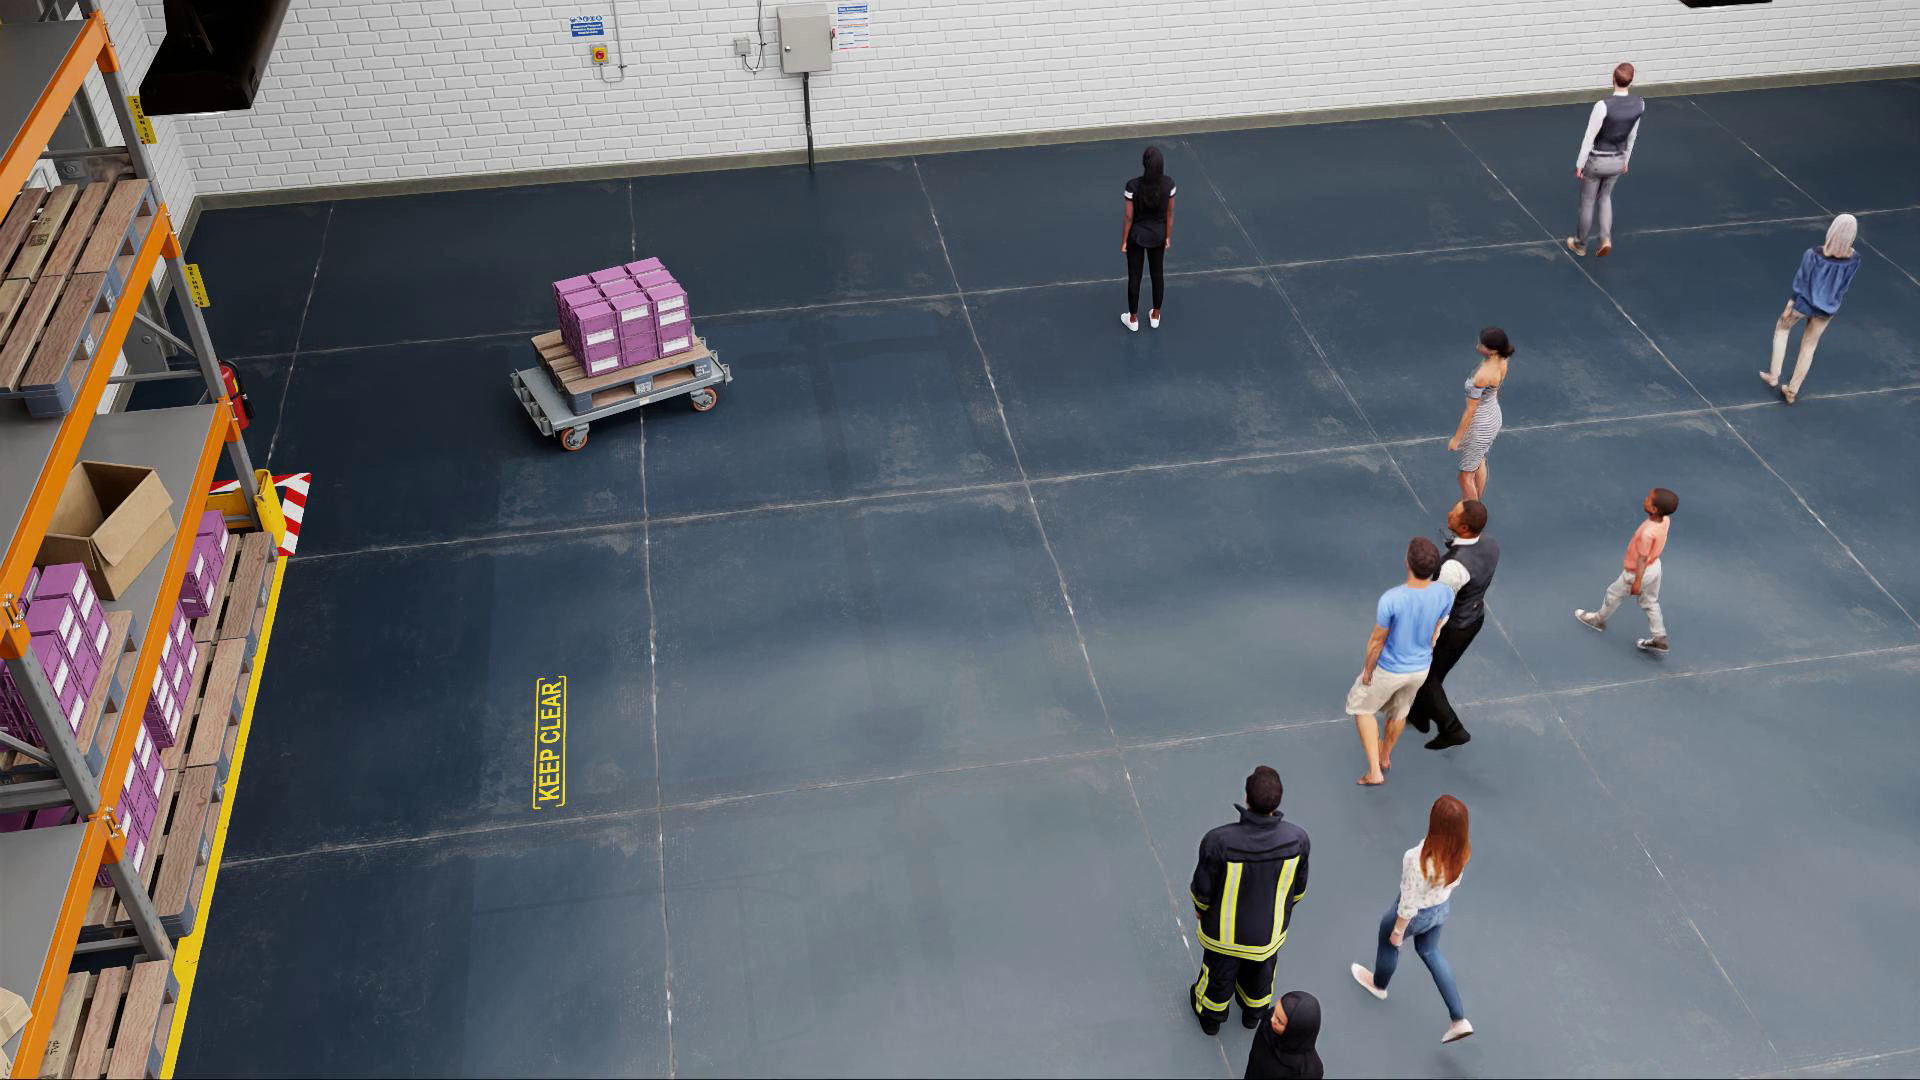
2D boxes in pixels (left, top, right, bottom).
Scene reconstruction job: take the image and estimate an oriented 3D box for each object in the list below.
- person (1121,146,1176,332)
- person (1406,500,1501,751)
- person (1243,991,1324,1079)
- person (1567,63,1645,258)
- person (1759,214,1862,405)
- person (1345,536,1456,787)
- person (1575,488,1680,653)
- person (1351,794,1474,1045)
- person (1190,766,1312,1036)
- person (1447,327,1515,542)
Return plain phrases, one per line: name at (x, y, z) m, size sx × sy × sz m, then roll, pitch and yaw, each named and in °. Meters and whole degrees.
person at (1.641, -2.657, 14.632) m, size 0.595 × 1.728 × 0.537 m, roll -6°, pitch 39°, yaw -8°
person at (3.134, 0.575, 10.444) m, size 0.954 × 1.903 × 1.053 m, roll -27°, pitch 46°, yaw -30°
person at (1.521, 2.705, 8.008) m, size 0.688 × 1.615 × 0.557 m, roll -11°, pitch 40°, yaw -13°
person at (6.055, -3.487, 15.512) m, size 0.661 × 1.926 × 0.816 m, roll -6°, pitch 39°, yaw -7°
person at (7.030, -1.853, 13.663) m, size 0.702 × 1.679 × 0.741 m, roll 3°, pitch 39°, yaw 4°
person at (2.729, 0.809, 10.193) m, size 0.645 × 1.851 × 0.811 m, roll -6°, pitch 39°, yaw -8°
person at (4.728, 0.228, 11.366) m, size 0.796 × 1.295 × 0.960 m, roll -29°, pitch 47°, yaw -31°
person at (2.498, 2.019, 8.793) m, size 0.840 × 1.707 × 1.101 m, roll -22°, pitch 44°, yaw -25°
person at (1.505, 1.920, 8.739) m, size 0.785 × 1.928 × 0.663 m, roll -4°, pitch 39°, yaw -5°
person at (3.833, -0.794, 12.234) m, size 0.740 × 1.809 × 0.797 m, roll -32°, pitch 48°, yaw -33°
